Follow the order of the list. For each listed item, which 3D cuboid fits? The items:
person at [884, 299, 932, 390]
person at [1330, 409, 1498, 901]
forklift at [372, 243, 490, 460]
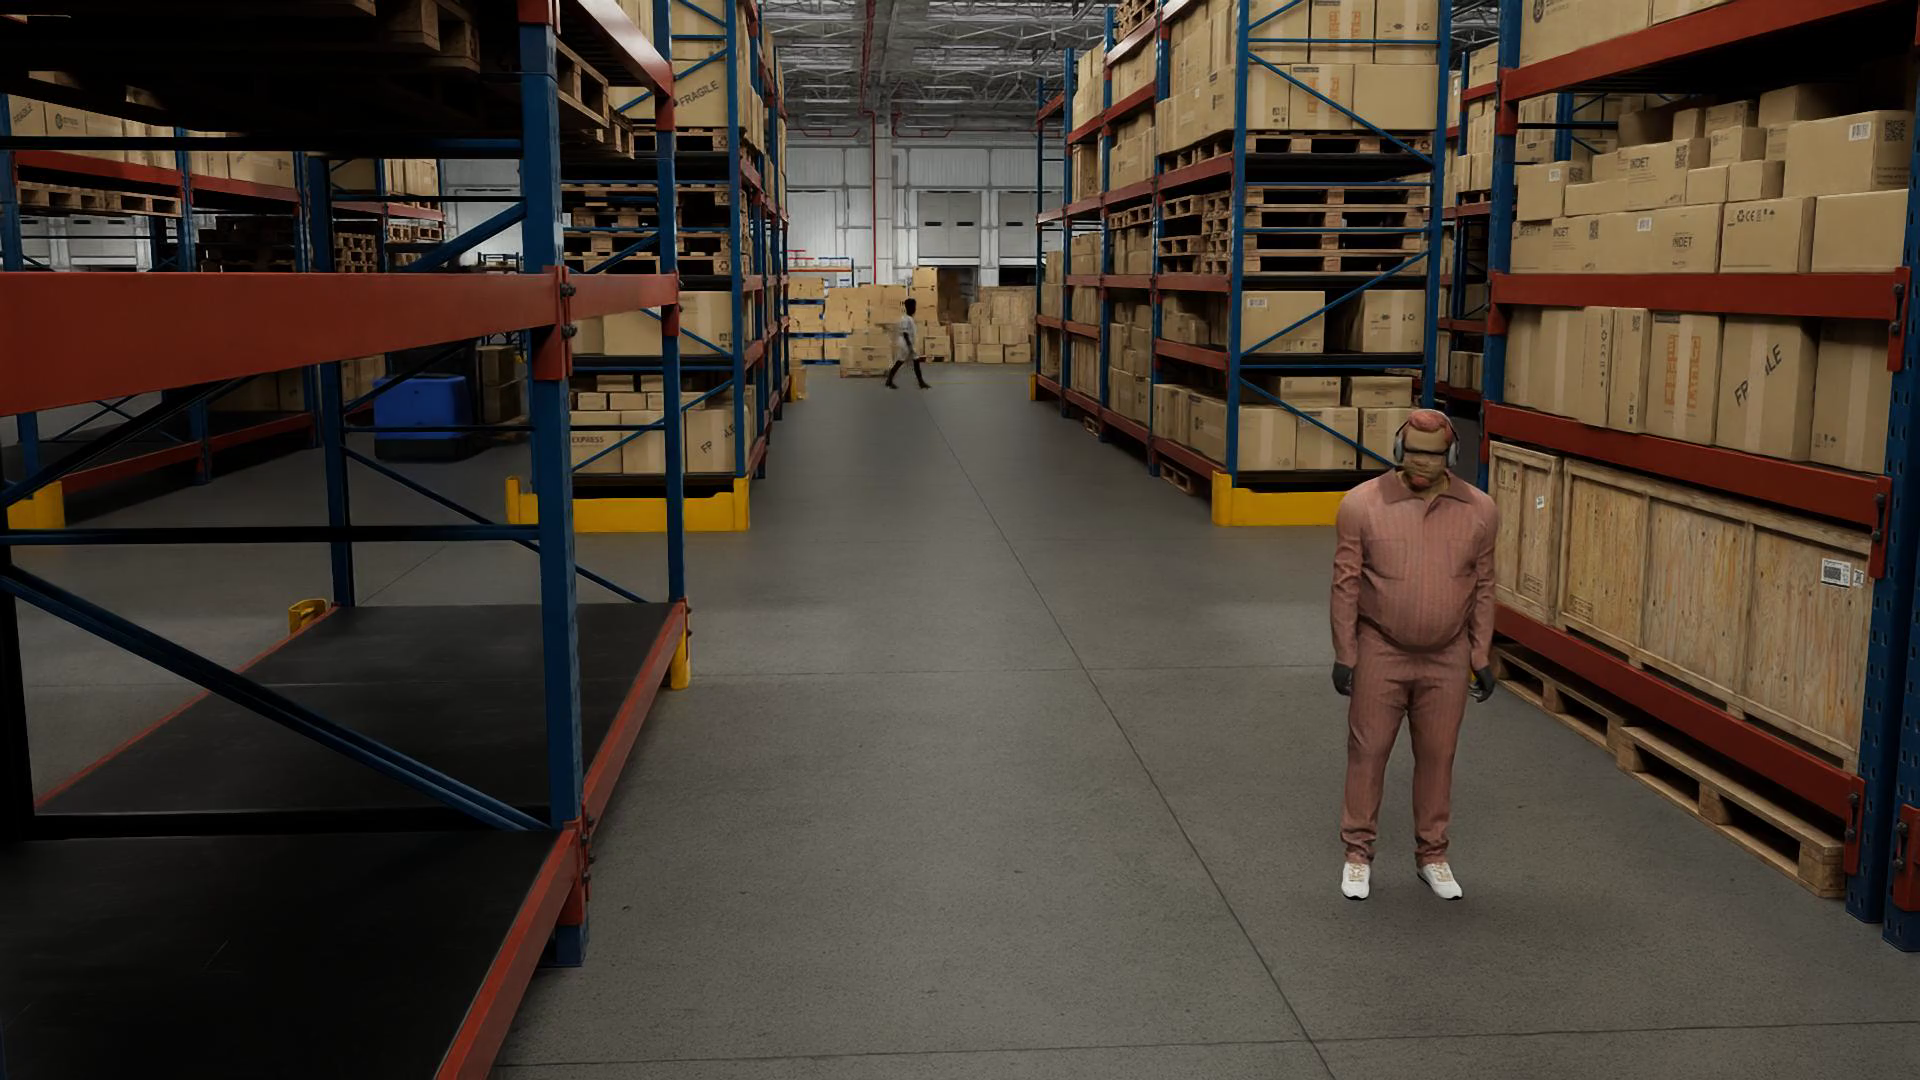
[{"bbox_3d":[-1.127,-4.085,34.809,1.009,1.926,0.600,3,10,20],"label":"person"},{"bbox_3d":[1.744,0.446,6.399,0.636,1.902,0.406,0,9,1],"label":"person"},{"bbox_3d":[-7.018,-2.515,21.920,1.129,2.768,1.873,-1,9,-4],"label":"forklift"}]
